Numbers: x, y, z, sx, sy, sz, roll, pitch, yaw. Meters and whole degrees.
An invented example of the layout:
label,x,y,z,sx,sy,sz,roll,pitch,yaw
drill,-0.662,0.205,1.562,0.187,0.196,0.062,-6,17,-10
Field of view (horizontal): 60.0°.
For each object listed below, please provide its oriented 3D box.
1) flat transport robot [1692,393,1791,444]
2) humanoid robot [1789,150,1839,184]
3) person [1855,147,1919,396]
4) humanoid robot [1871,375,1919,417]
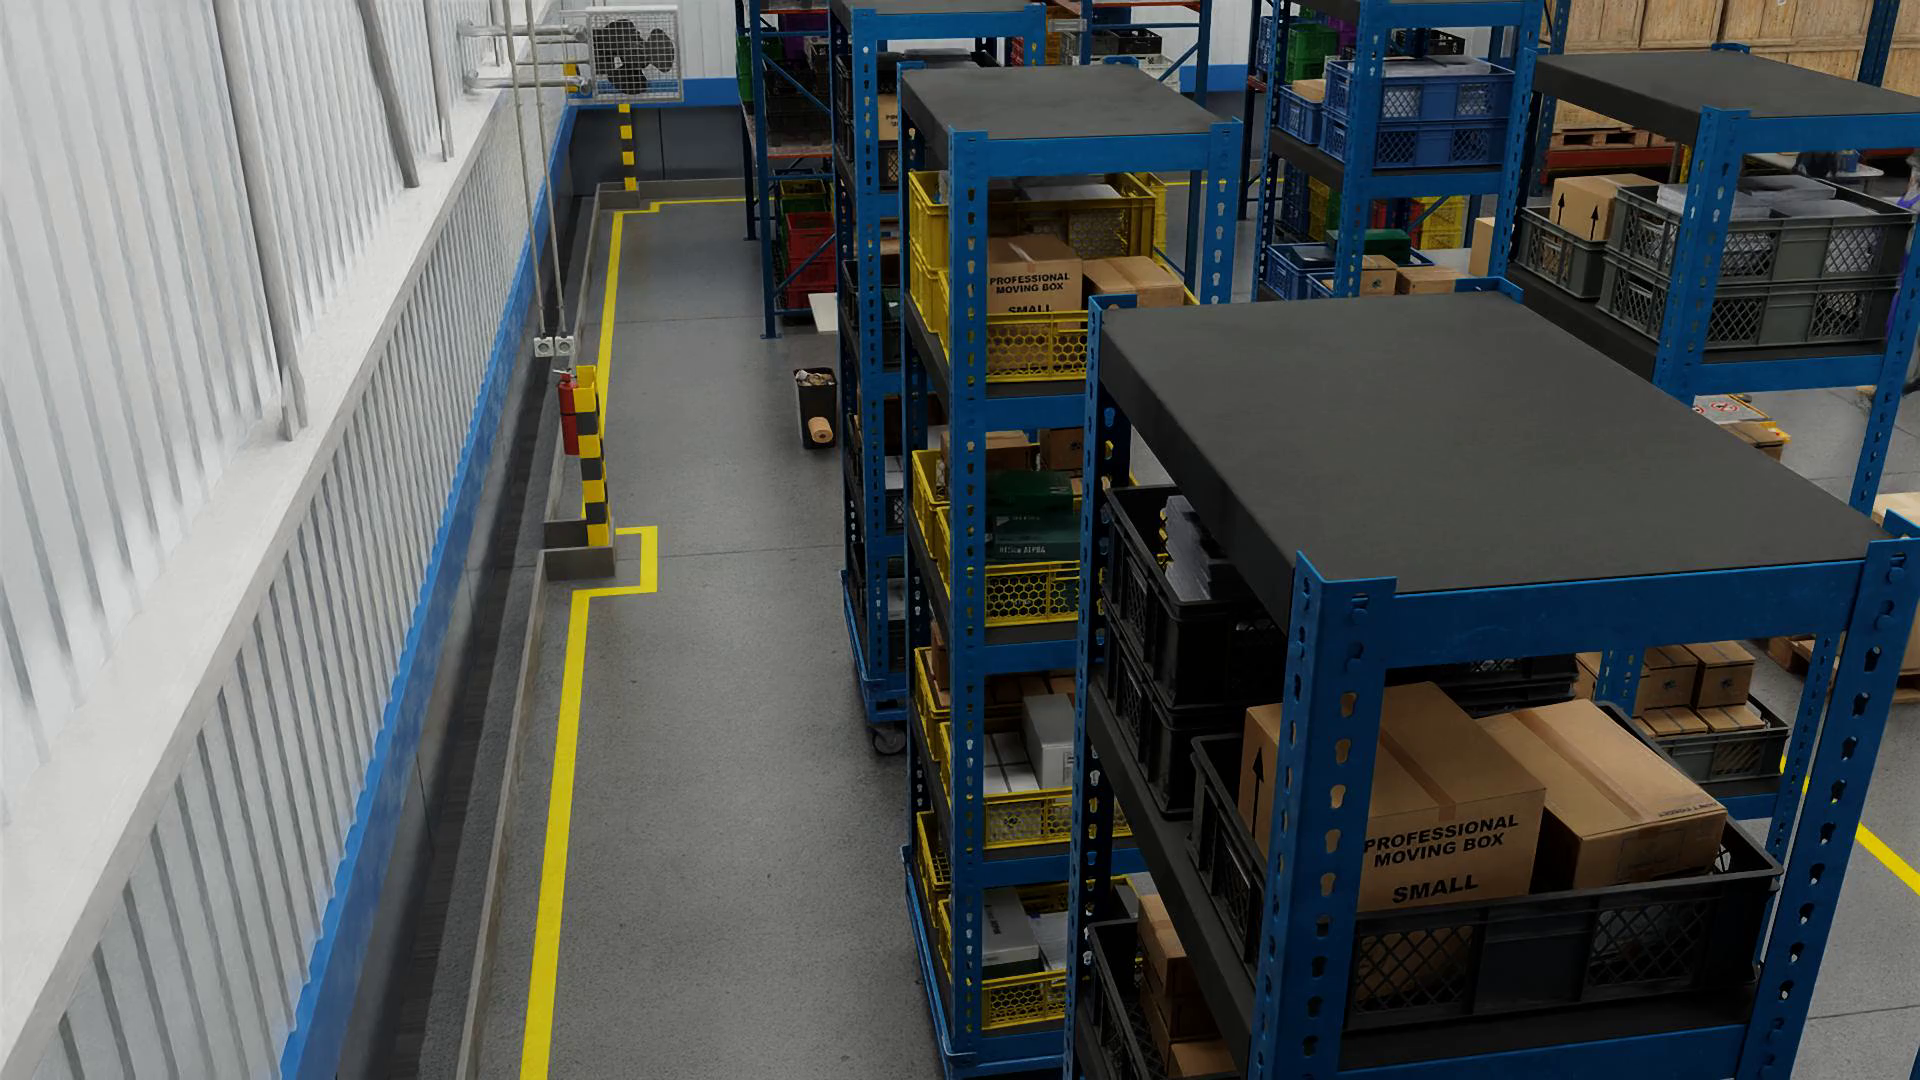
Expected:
label,x,y,z,sx,sy,sz,roll,pitch,yaw
flat transport robot,5.224,-0.859,12.132,1.431,0.197,0.652,-4,25,-8
humanoid robot,7.883,-3.141,15.479,0.759,1.622,0.621,-1,25,-2
person,7.277,-2.119,12.787,0.536,2.000,0.683,10,26,20
humanoid robot,7.149,-1.580,12.077,0.582,1.638,0.654,-13,28,-27
